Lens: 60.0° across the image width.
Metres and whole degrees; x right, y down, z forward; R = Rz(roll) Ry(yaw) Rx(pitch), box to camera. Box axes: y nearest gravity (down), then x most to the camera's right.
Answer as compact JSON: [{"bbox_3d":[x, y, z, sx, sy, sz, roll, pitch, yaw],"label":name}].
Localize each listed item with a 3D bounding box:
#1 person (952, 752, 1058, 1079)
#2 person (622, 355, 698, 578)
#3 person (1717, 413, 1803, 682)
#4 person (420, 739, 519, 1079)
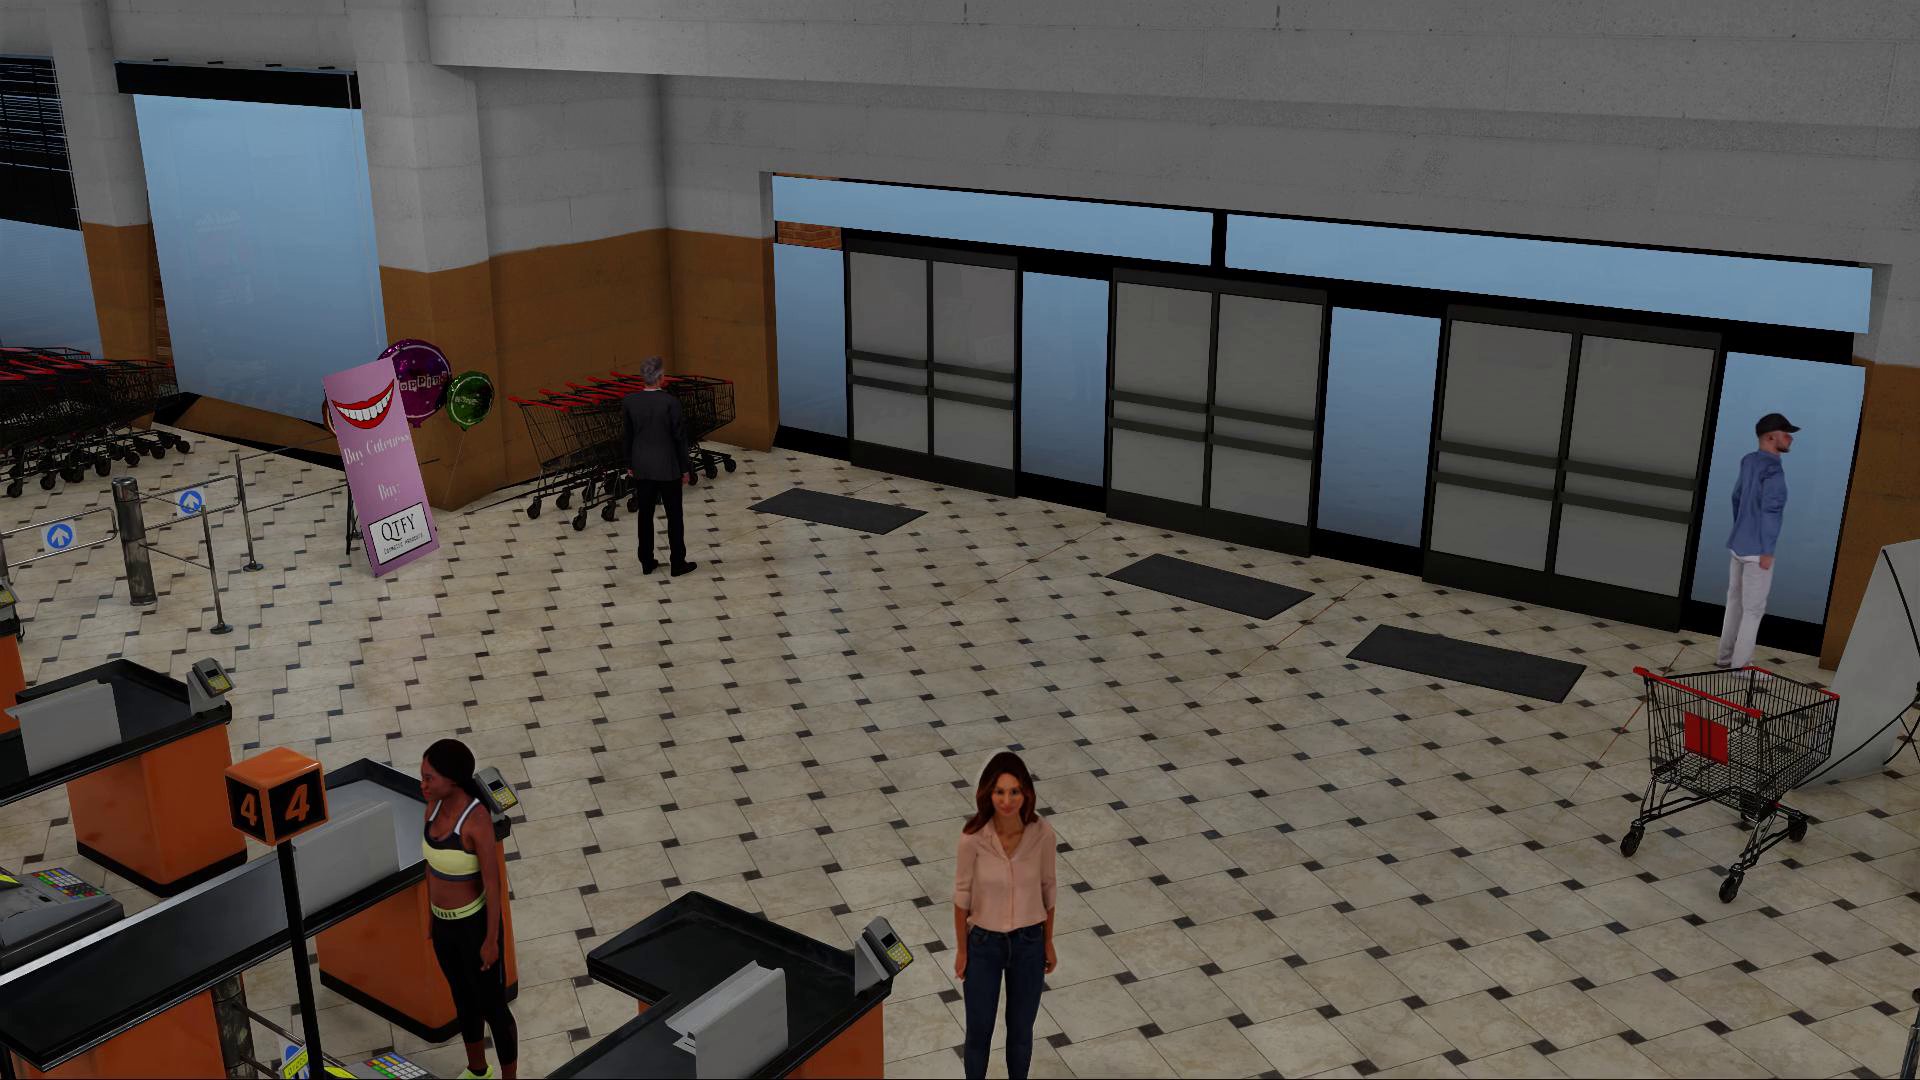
[{"bbox_3d":[0.184,1.684,6.898,0.669,1.791,0.718,-2,19,-7],"label":"person"},{"bbox_3d":[-2.474,-0.612,13.629,0.802,1.841,0.744,4,19,12],"label":"person"},{"bbox_3d":[5.564,0.036,11.639,0.803,1.886,0.701,1,19,2],"label":"person"},{"bbox_3d":[-2.084,1.644,7.074,0.564,1.755,0.503,14,23,35],"label":"person"}]
